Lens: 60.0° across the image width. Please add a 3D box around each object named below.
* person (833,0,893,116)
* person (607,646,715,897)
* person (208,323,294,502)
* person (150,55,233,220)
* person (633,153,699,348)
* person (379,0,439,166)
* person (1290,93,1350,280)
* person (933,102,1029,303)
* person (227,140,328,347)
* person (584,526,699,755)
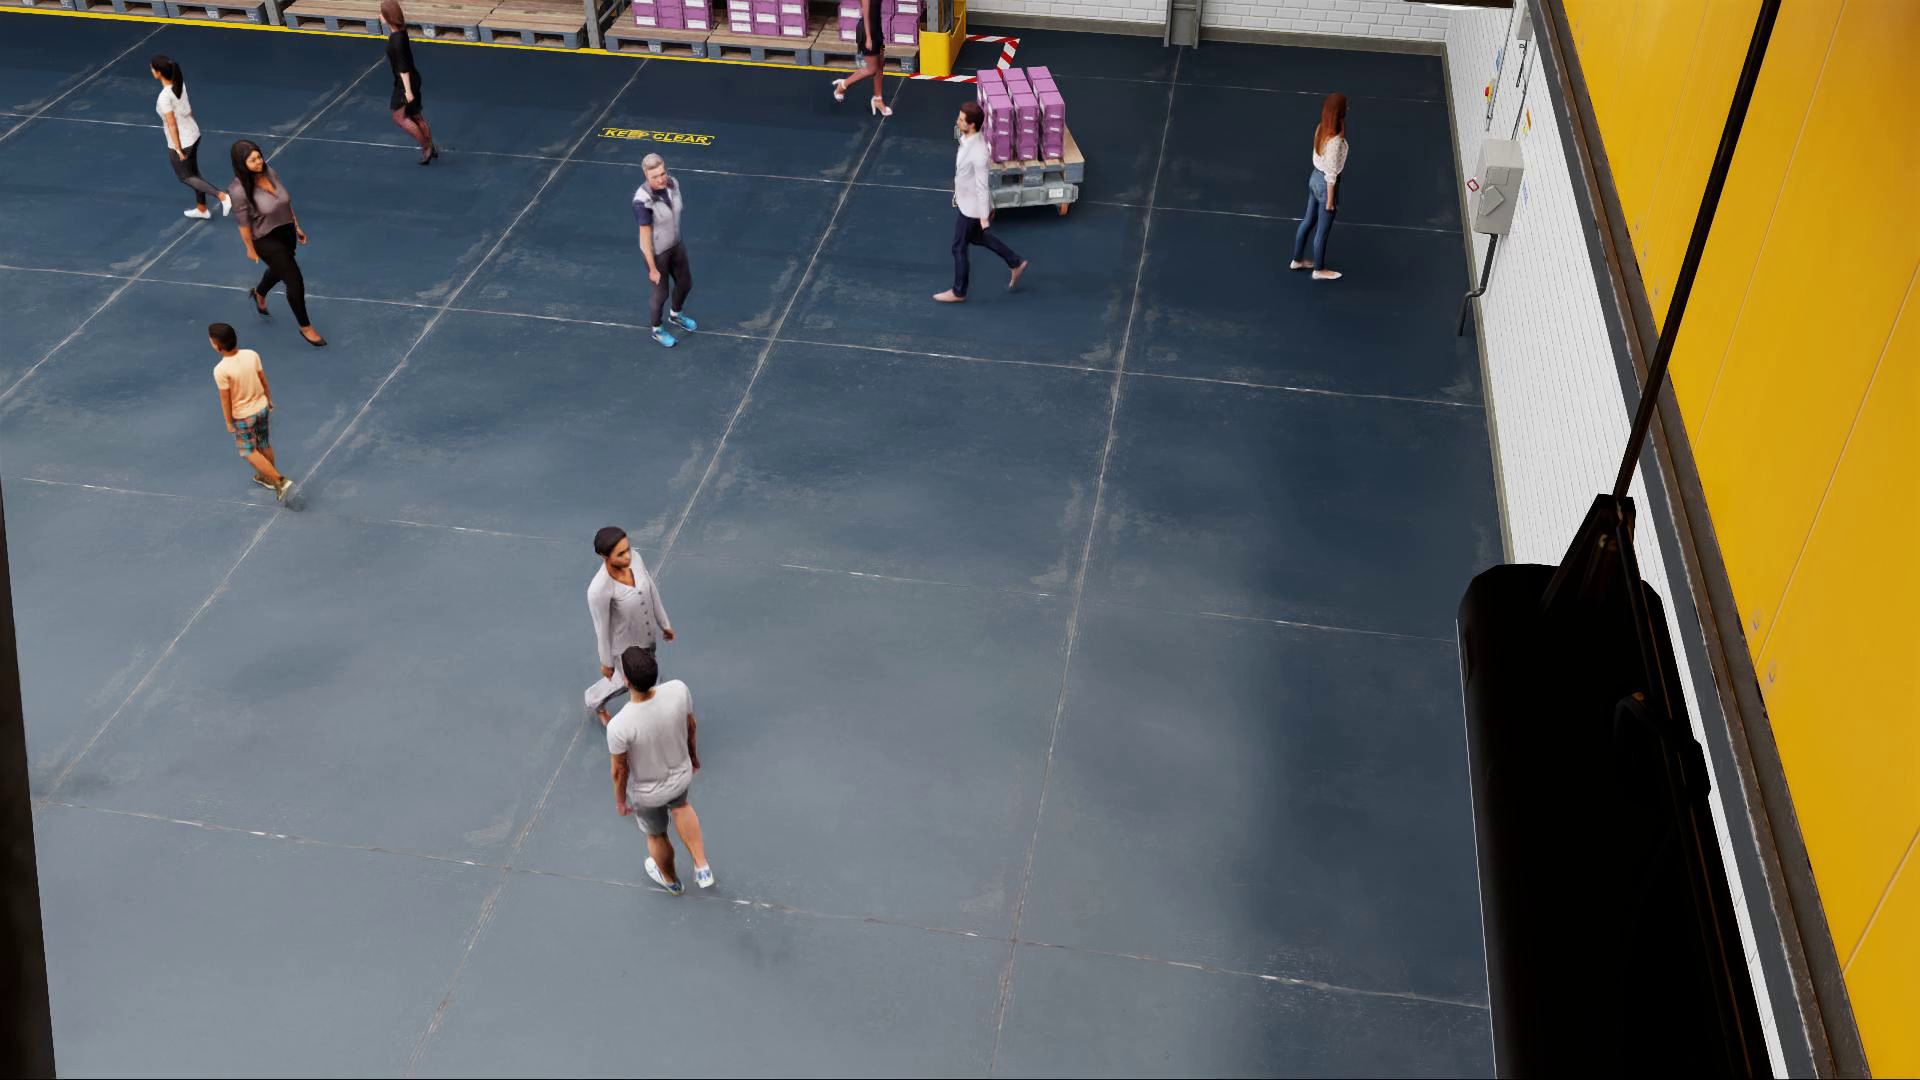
[{"bbox_3d":[-1.019,-5.252,17.317,0.853,1.772,0.573,7,39,9],"label":"person"},{"bbox_3d":[-1.577,1.326,9.018,0.888,1.850,0.947,-30,47,-32],"label":"person"},{"bbox_3d":[-5.157,-0.917,12.144,0.867,1.453,0.715,21,43,24],"label":"person"},{"bbox_3d":[-7.165,-3.721,15.512,0.843,1.633,0.584,4,39,5],"label":"person"},{"bbox_3d":[-2.492,-2.403,13.739,0.809,1.786,0.834,12,40,15],"label":"person"},{"bbox_3d":[-5.358,-4.482,16.416,0.686,1.693,0.675,-7,39,-9],"label":"person"},{"bbox_3d":[3.205,-3.131,14.692,0.733,1.733,0.676,-4,39,-6],"label":"person"},{"bbox_3d":[0.203,-2.898,14.325,1.153,1.828,0.845,-3,39,-4],"label":"person"},{"bbox_3d":[-5.776,-2.485,13.826,1.168,1.805,0.772,12,40,15],"label":"person"},{"bbox_3d":[-2.063,0.577,10.059,1.145,1.721,0.795,14,41,17],"label":"person"}]
